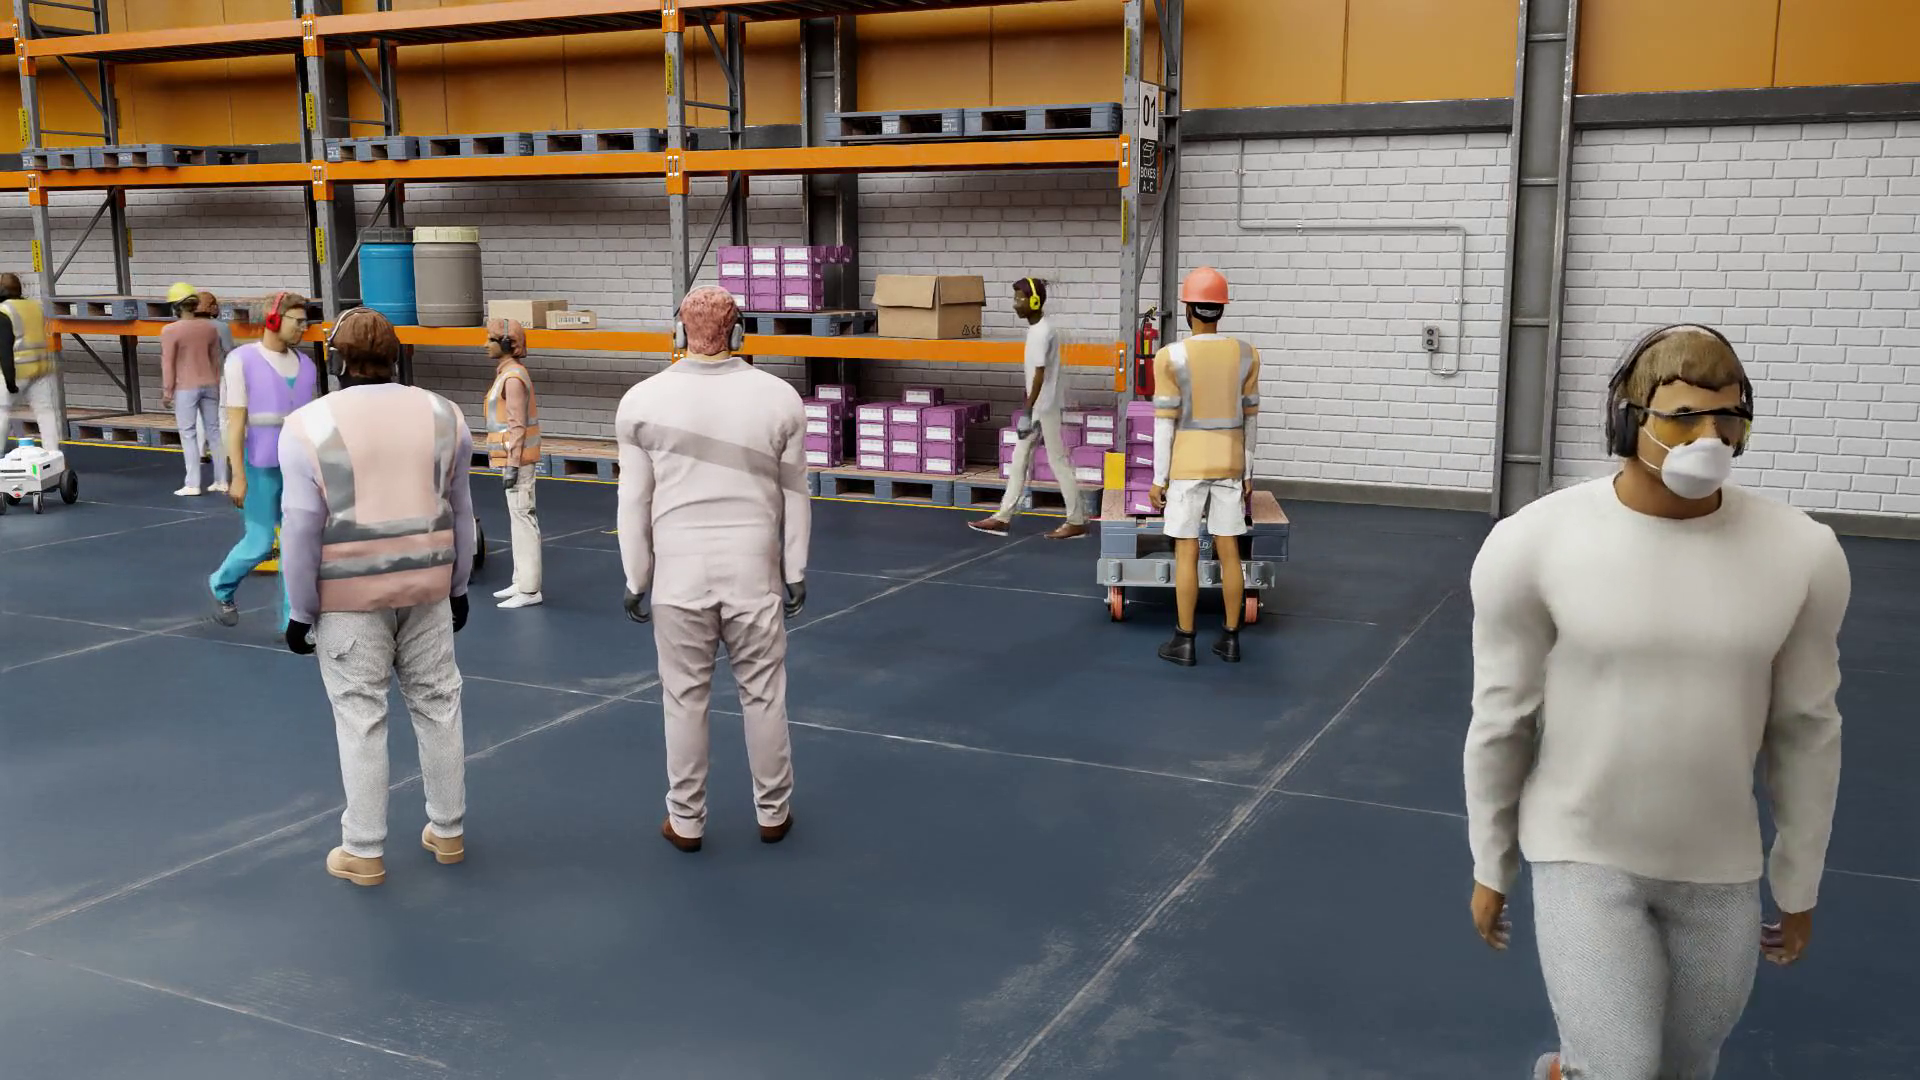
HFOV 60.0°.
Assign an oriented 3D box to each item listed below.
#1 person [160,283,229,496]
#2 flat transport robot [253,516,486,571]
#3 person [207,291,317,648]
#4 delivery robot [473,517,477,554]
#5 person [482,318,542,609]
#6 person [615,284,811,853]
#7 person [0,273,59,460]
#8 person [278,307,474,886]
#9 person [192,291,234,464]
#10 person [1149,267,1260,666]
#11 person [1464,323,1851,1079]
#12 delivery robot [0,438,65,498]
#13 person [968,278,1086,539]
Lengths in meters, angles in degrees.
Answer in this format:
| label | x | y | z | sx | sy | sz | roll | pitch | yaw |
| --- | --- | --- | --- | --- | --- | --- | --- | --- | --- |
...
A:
| label | x | y | z | sx | sy | sz | roll | pitch | yaw |
| --- | --- | --- | --- | --- | --- | --- | --- | --- | --- |
| person | -6.356 | -1.242 | 13.756 | 0.376 | 1.753 | 0.531 | 5 | 11 | 28 |
| flat transport robot | -3.848 | 0.012 | 10.809 | 1.431 | 0.197 | 0.652 | -3 | 10 | -19 |
| person | -3.570 | -0.360 | 8.518 | 0.727 | 1.815 | 0.606 | 5 | 11 | 25 |
| delivery robot | -3.187 | -0.082 | 10.266 | 0.477 | 0.478 | 0.707 | -4 | 11 | -20 |
| person | -2.533 | -0.435 | 9.443 | 0.311 | 1.642 | 0.512 | -3 | 10 | -16 |
| person | -0.828 | 0.099 | 5.630 | 0.644 | 1.907 | 0.399 | -2 | 10 | -14 |
| person | -8.656 | -1.516 | 15.163 | 0.865 | 1.805 | 0.625 | 2 | 10 | 11 |
| person | -1.866 | 0.181 | 5.346 | 0.621 | 1.845 | 0.429 | -8 | 13 | -40 |
| person | -7.084 | -1.511 | 15.691 | 0.521 | 1.637 | 0.353 | 0 | 10 | -2 |
| person | 1.178 | -0.350 | 8.109 | 0.543 | 1.939 | 0.370 | -2 | 10 | -13 |
| person | 1.215 | 0.556 | 3.042 | 0.629 | 1.913 | 0.854 | 0 | 10 | 3 |
| delivery robot | -7.256 | -0.552 | 12.956 | 0.477 | 0.478 | 0.707 | -2 | 10 | -12 |
| person | 0.474 | -0.895 | 11.565 | 0.921 | 1.819 | 0.557 | -1 | 10 | -6 |
